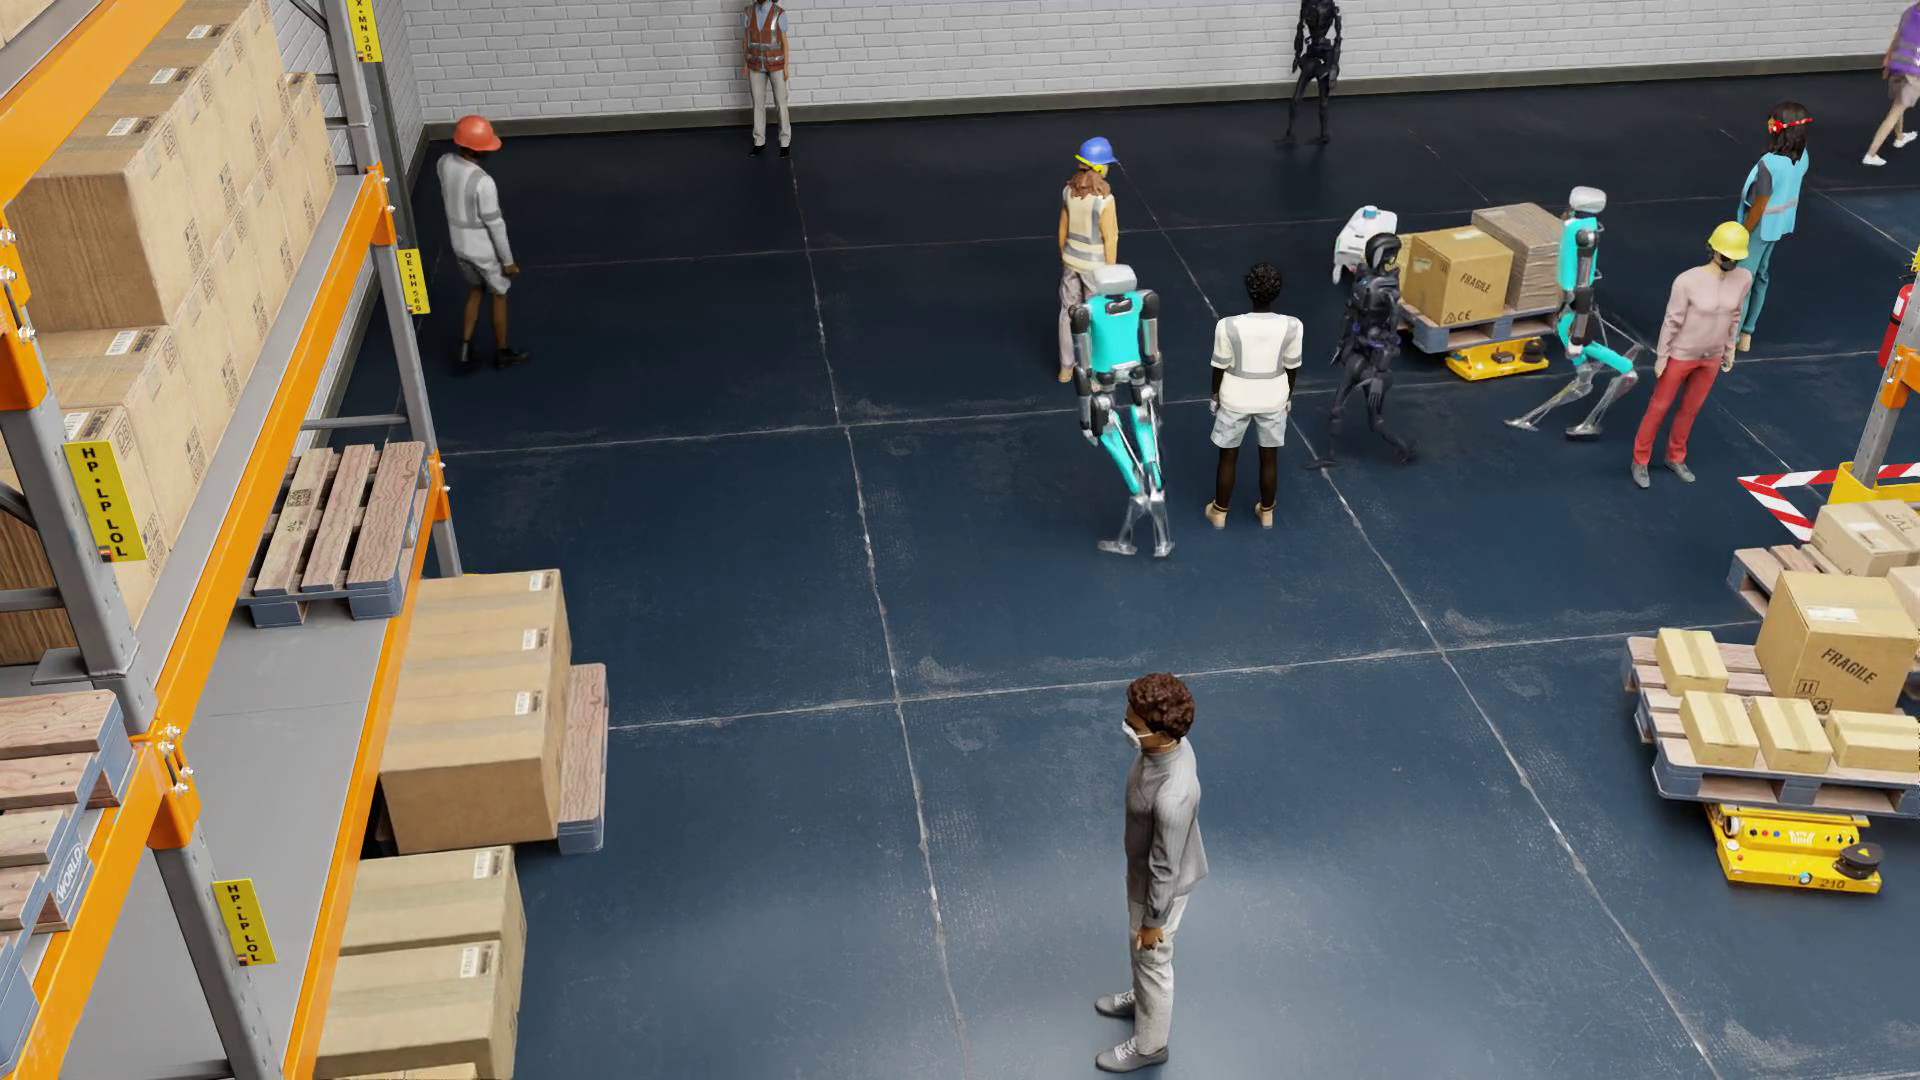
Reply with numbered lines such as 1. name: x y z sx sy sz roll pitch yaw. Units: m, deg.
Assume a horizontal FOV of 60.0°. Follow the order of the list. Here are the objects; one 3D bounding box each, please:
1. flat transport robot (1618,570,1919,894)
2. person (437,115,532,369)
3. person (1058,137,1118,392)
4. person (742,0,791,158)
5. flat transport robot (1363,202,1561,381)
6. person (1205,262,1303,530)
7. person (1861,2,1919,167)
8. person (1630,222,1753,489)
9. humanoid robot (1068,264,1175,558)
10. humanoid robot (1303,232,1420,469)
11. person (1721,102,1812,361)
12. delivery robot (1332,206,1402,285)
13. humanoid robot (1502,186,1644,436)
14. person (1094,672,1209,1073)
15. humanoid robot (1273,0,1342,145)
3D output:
1. flat transport robot: 3.928 1.131 8.119 0.659 0.231 1.431 4 33 6
2. person: -3.334 -2.018 11.458 0.633 1.902 0.560 23 39 31
3. person: 0.876 -1.872 11.341 0.465 1.776 0.323 26 41 34
4. person: -1.767 -4.348 15.212 0.437 1.690 0.315 6 34 10
5. flat transport robot: 3.658 -1.599 12.303 0.659 0.231 1.431 -11 35 -16
6. person: 1.725 -0.826 9.819 0.531 1.691 0.322 -1 33 -1
7. person: 8.683 -4.245 15.094 0.900 1.648 0.501 -14 36 -20
8. person: 4.522 -1.127 10.211 0.532 1.765 0.328 -6 34 -10
9. humanoid robot: 0.984 -0.648 9.486 0.620 1.756 0.742 -9 34 -14
10. humanoid robot: 2.597 -1.150 10.368 0.727 1.649 0.588 -11 35 -16
11. person: 5.618 -2.155 11.694 0.534 1.866 0.387 -25 40 -33
12. delivery robot: 3.221 -2.365 13.202 0.499 0.581 0.777 15 36 21
13. humanoid robot: 4.096 -1.378 10.640 0.797 1.771 0.538 3 33 5
14. person: 0.755 1.285 6.401 0.407 1.892 0.537 0 33 1
15. humanoid robot: 3.291 -4.437 15.376 0.591 1.638 0.585 -21 38 -28
